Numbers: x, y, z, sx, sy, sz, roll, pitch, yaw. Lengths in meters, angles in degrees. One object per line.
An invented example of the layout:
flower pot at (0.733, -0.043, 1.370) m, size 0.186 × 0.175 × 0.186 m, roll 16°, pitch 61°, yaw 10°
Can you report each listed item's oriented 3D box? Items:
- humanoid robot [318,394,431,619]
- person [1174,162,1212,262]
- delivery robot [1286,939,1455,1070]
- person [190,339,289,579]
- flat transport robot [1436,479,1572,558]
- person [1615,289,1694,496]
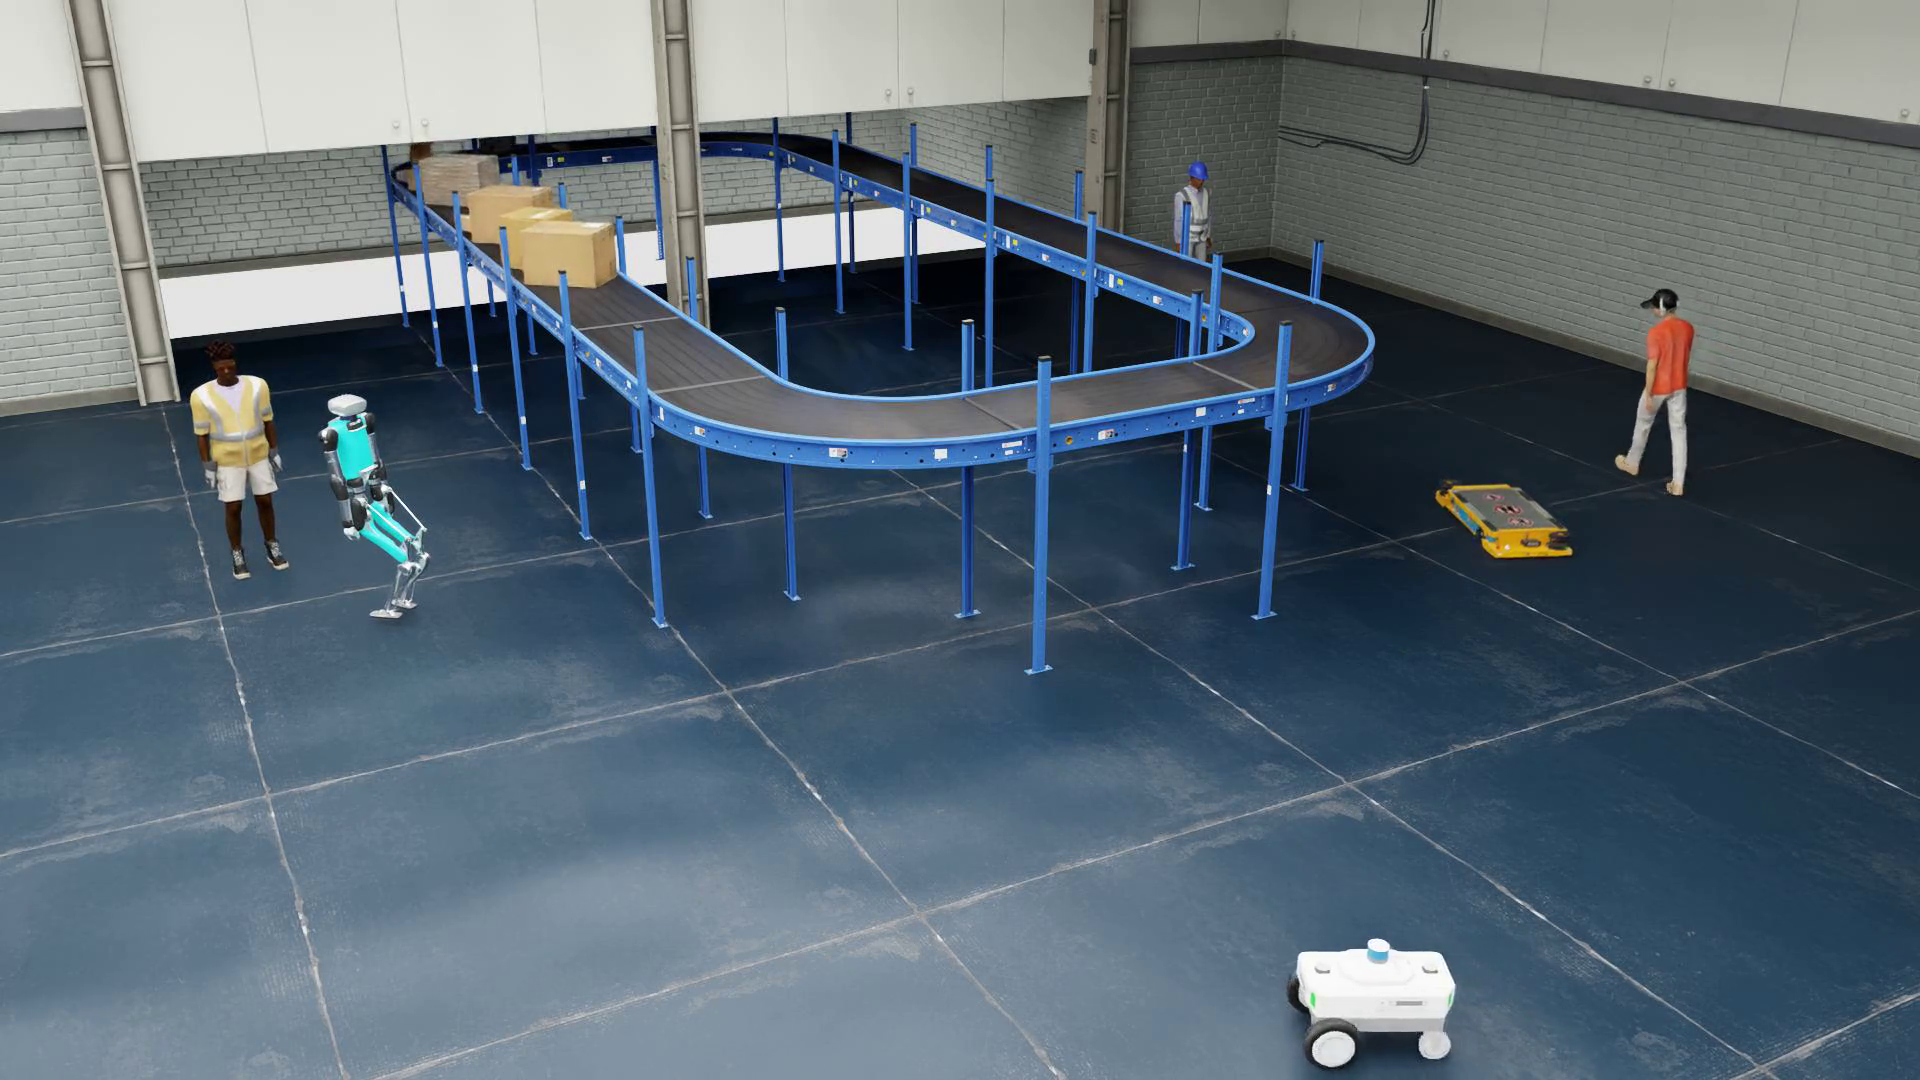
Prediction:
humanoid robot at (-4.263, -0.231, 12.353) m, size 0.741 × 1.688 × 0.531 m, roll 8°, pitch 23°, yaw 18°
person at (2.964, -3.844, 21.168) m, size 0.616 × 1.932 × 0.415 m, roll -16°, pitch 27°, yaw -35°
delivery robot at (1.982, 2.209, 8.042) m, size 0.802 × 0.601 × 0.499 m, roll 0°, pitch 22°, yaw 0°
person at (-5.734, -0.659, 13.264) m, size 0.611 × 1.956 × 0.387 m, roll -16°, pitch 27°, yaw -34°
flat transport robot at (4.673, -0.191, 14.346) m, size 0.659 × 0.231 × 1.431 m, roll -2°, pitch 22°, yaw -4°
person at (6.419, -1.372, 15.170) m, size 0.530 × 1.847 × 0.994 m, roll -2°, pitch 22°, yaw -6°
